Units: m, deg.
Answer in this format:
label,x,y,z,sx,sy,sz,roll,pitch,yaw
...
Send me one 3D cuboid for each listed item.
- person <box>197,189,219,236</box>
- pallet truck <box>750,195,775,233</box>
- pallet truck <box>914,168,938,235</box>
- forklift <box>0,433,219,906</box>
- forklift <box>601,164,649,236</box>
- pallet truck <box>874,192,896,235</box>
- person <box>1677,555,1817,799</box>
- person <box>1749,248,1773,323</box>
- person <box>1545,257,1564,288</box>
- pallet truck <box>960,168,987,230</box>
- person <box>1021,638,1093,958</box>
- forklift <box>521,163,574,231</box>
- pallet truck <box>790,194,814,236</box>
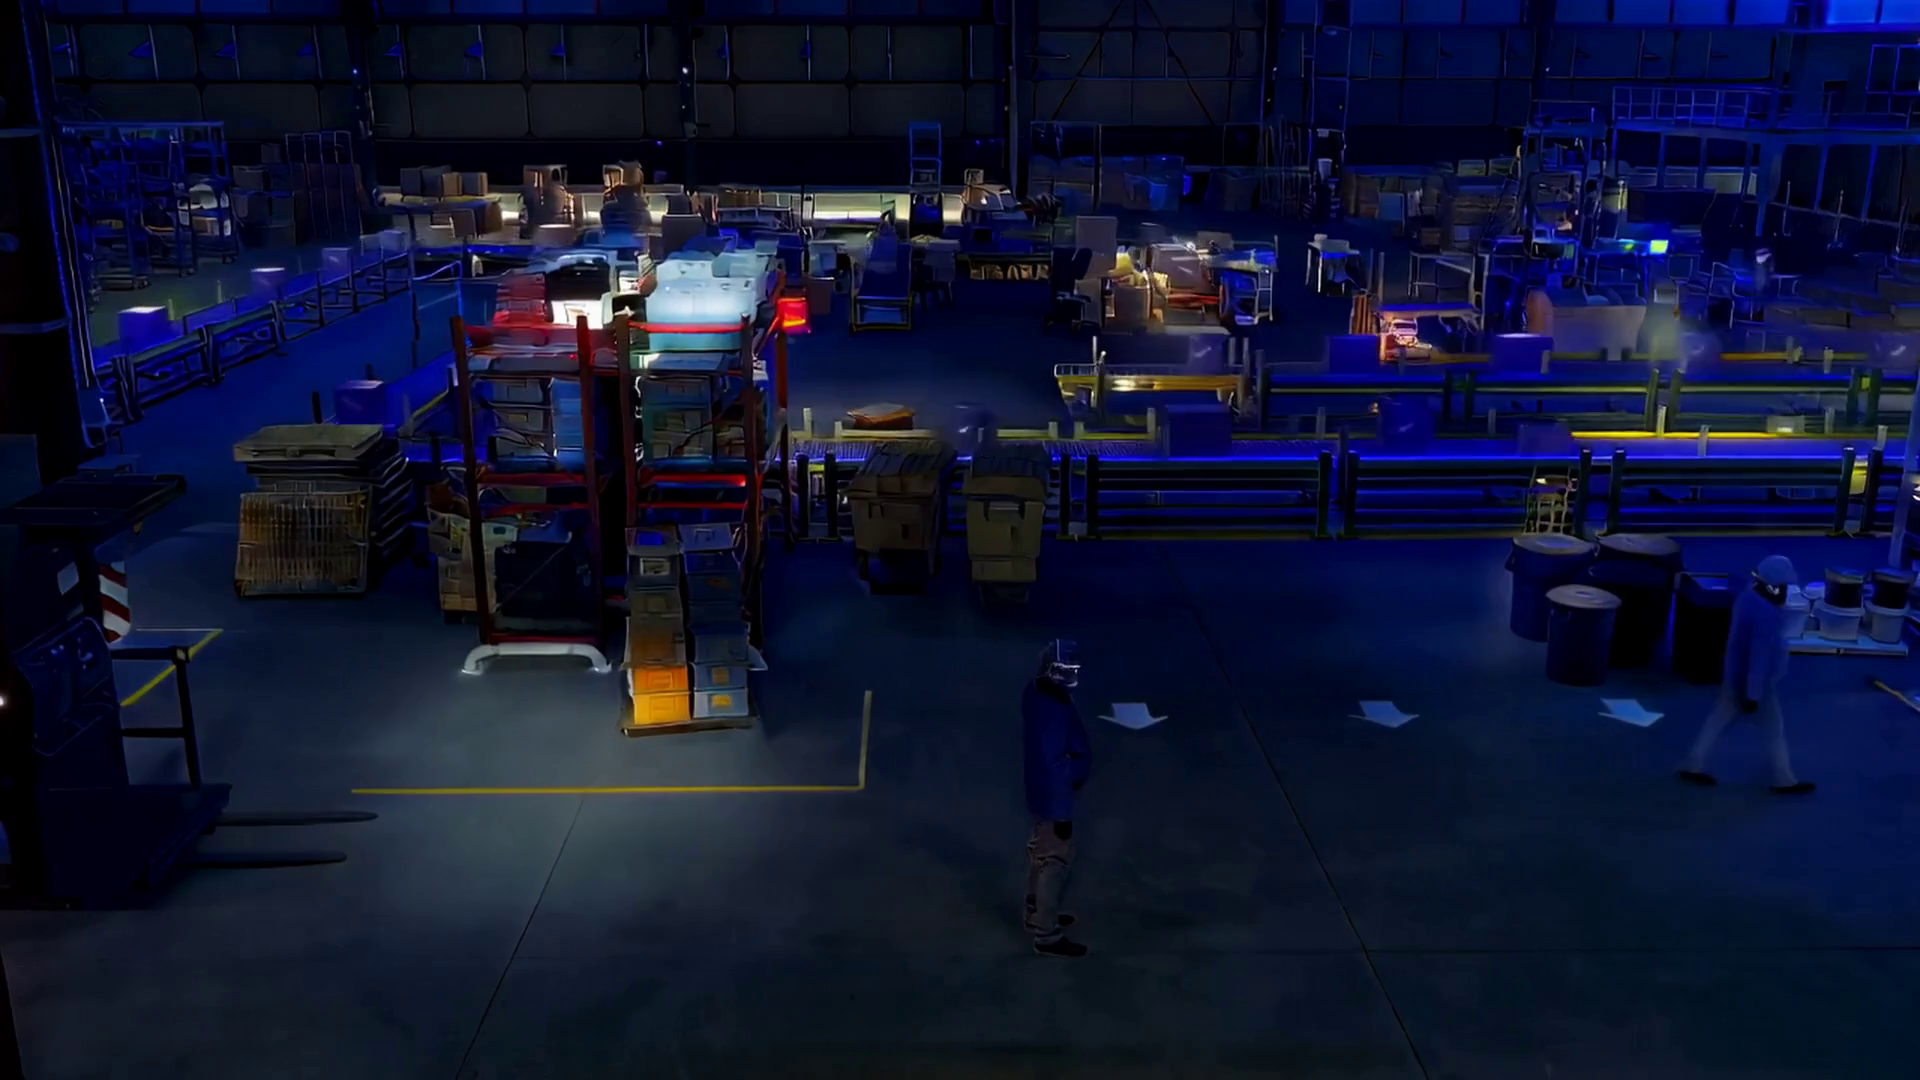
label,x,y,z,sx,sy,sz,roll,pitch,yaw
person,-20.713,-8.923,45.977,0.588,1.823,0.403,4,16,13
pallet truck,-6.051,-9.967,50.660,0.680,1.201,1.601,0,16,-1
pallet truck,-0.989,-10.316,50.507,0.823,1.965,1.885,1,16,3
forklift,-5.952,0.780,10.366,1.873,2.768,1.129,0,16,-1
forklift,-9.948,-10.127,49.296,1.157,1.987,2.680,-1,16,-3
pallet truck,-2.277,-9.986,50.594,0.653,1.274,1.630,0,16,-1
person,5.602,0.956,11.714,0.923,1.789,0.599,1,16,3
person,15.164,-4.634,31.284,0.789,1.709,0.533,2,16,6
person,10.144,-3.907,28.458,0.324,1.871,0.526,13,21,38
pallet truck,0.383,-10.230,50.206,0.823,1.965,1.885,-1,16,-3
person,0.566,1.476,9.680,0.407,1.906,0.655,-2,16,-7
forklift,-12.233,-10.122,49.298,1.157,1.987,2.680,0,16,-1
pallet truck,-4.814,-9.883,50.259,0.704,1.261,1.522,-1,16,-3
